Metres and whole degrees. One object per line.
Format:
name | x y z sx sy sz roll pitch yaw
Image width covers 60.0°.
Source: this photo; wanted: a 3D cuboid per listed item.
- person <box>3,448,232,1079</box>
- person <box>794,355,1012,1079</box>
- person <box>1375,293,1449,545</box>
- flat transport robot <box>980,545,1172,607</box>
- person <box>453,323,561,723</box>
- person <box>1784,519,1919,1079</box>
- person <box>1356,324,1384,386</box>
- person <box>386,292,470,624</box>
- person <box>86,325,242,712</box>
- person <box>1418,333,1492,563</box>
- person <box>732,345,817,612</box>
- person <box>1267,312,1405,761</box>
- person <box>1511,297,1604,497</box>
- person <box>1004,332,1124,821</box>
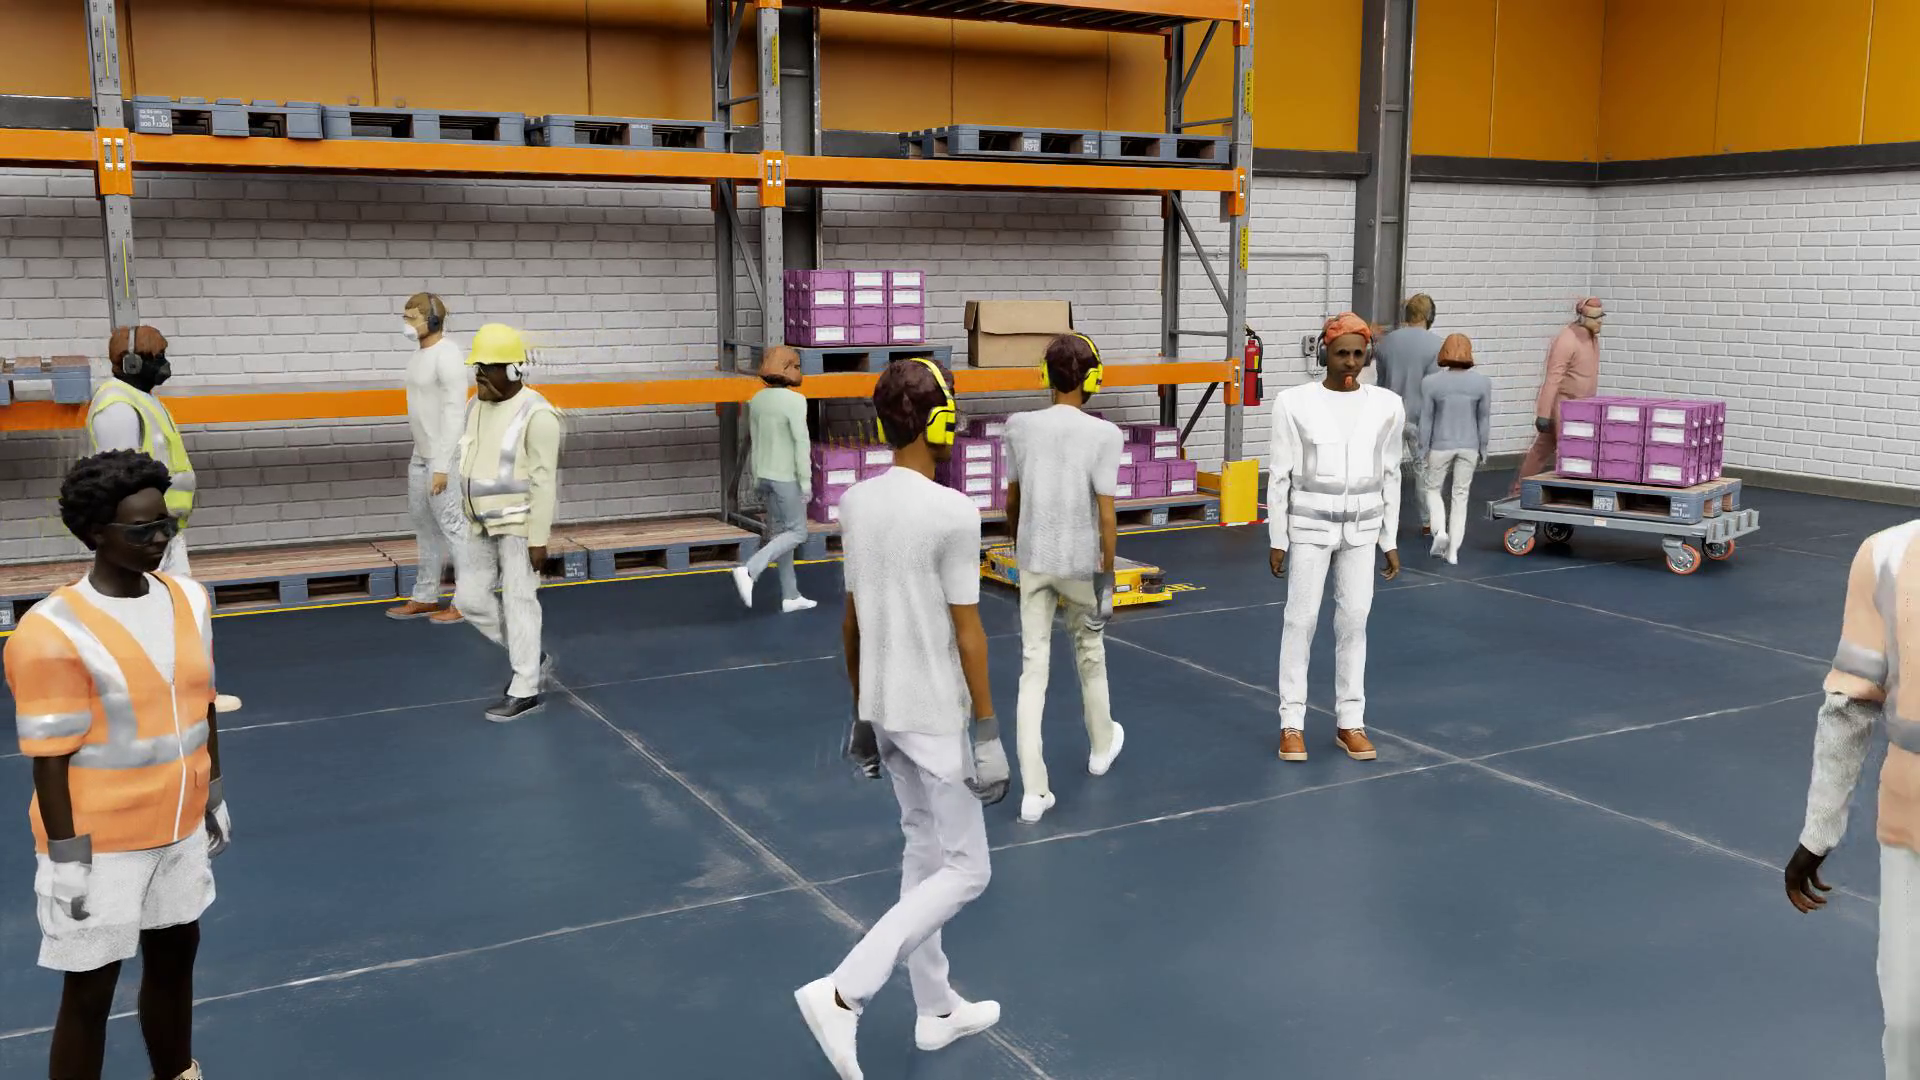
person | -1.841 0.635 3.687 0.327 1.686 0.537 3 10 18
person | -0.133 0.467 4.208 0.656 1.849 0.538 -8 12 -40
person | 3.353 -0.903 12.488 0.653 1.887 1.052 9 13 44
flat transport robot | 0.667 0.207 10.595 0.652 0.197 1.431 -5 11 -28
person | -2.064 -0.076 7.582 0.601 1.819 0.418 7 12 38
person | 1.980 0.597 3.242 0.441 1.907 0.605 -6 11 -31
person | 3.293 -0.928 13.409 0.517 1.620 0.337 7 11 36
person | -3.095 -0.452 9.635 0.576 1.932 0.639 -7 12 -37
person | -3.786 -0.061 7.533 0.784 1.824 0.635 -2 10 -14
person | 3.434 -0.627 11.582 0.497 1.621 0.407 1 9 6
person | -1.116 -0.348 9.866 0.575 1.609 0.526 -8 13 -42
person | 1.574 -0.007 6.993 0.574 1.886 0.356 -1 9 -4
person | 5.076 -1.098 13.861 1.034 1.832 0.707 7 12 36
person | 0.416 0.114 6.484 0.499 1.815 0.947 3 10 18
